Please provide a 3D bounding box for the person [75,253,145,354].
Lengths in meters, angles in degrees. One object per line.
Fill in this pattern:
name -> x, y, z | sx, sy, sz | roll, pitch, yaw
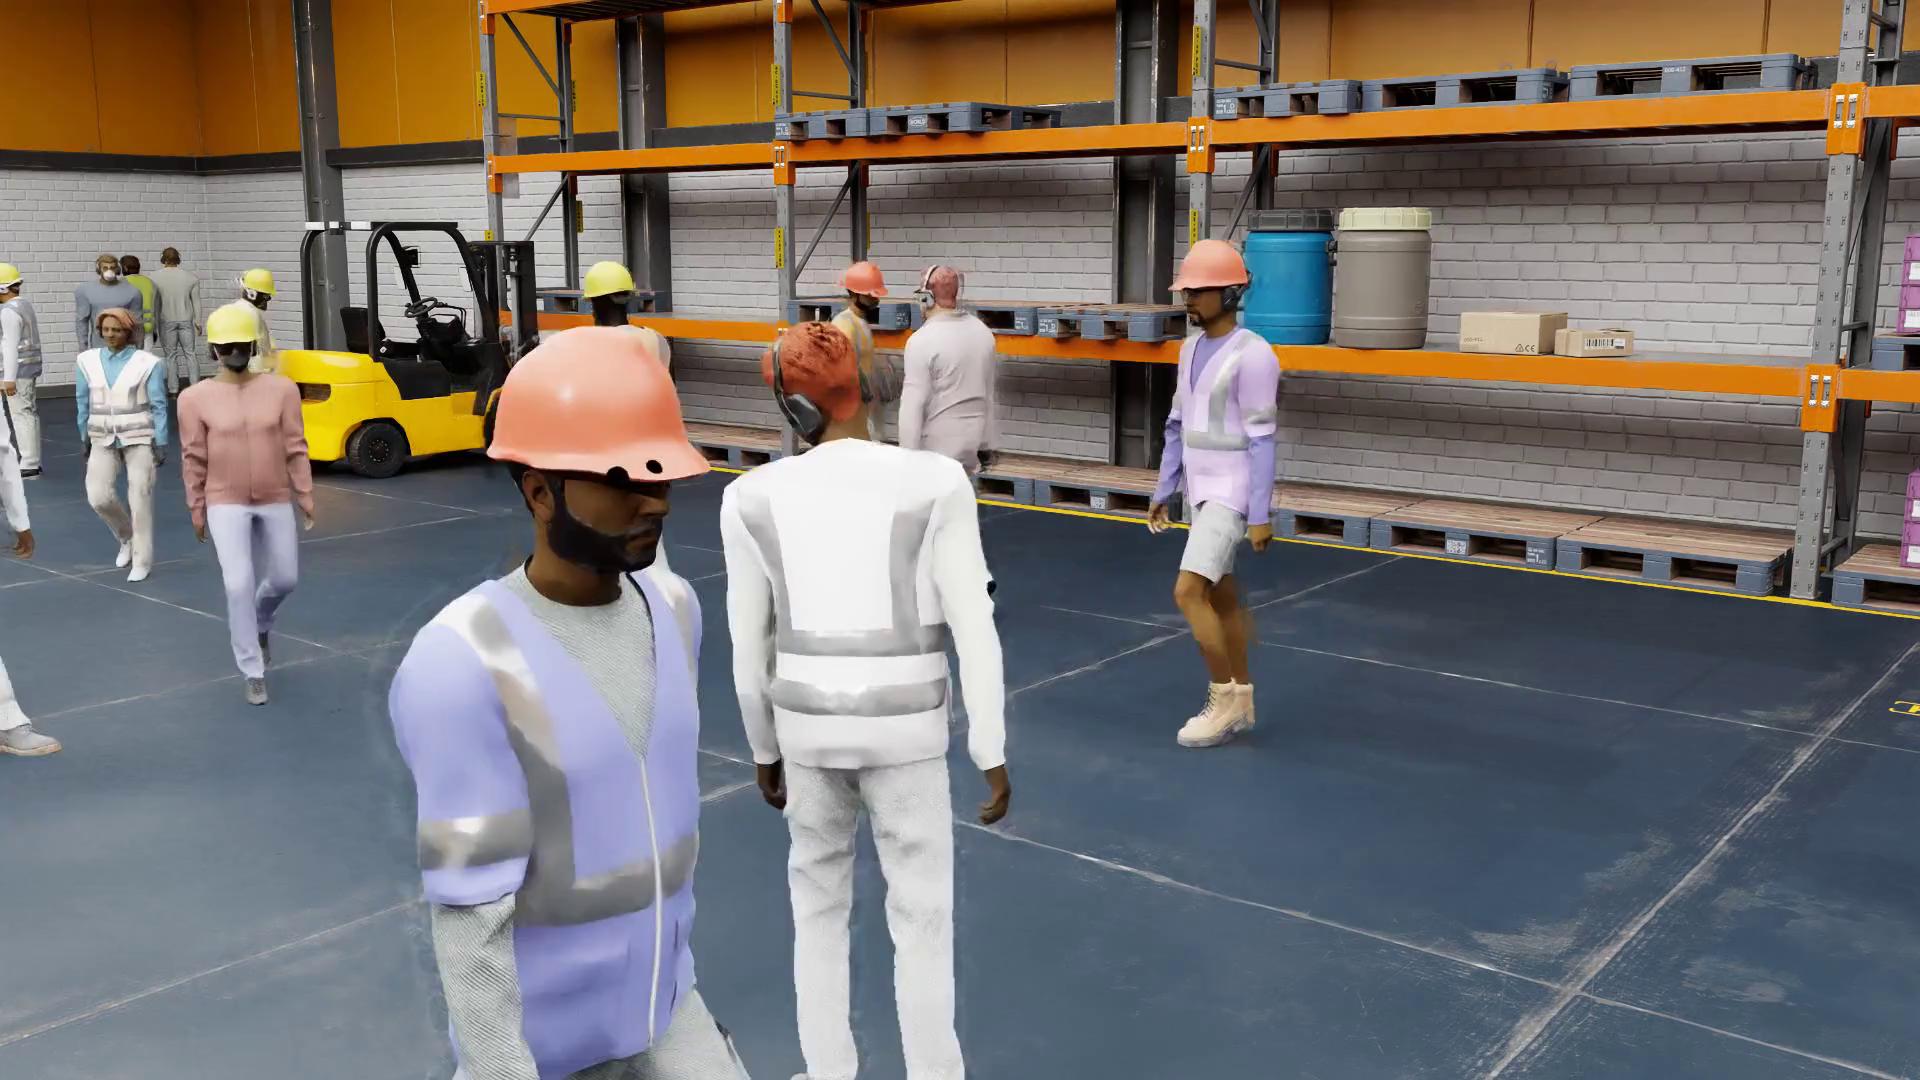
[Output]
person -> -8.763, -2.017, 17.210 | 0.632, 1.905, 0.955 | -4, 11, -22

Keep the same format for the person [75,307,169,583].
person -> -4.965, -0.567, 9.885 | 0.521, 1.626, 0.389 | -1, 10, -5

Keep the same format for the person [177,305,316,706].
person -> -3.196, -0.181, 7.444 | 0.526, 1.746, 0.667 | -7, 13, -35

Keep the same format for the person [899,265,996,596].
person -> -0.099, -0.499, 8.797 | 0.423, 1.891, 0.680 | 8, 13, 38

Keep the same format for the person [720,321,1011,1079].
person -> -0.151, 0.460, 3.639 | 0.750, 1.855, 0.372 | 2, 11, 13

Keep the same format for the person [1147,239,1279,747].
person -> 0.993, -0.178, 6.684 | 0.595, 2.023, 0.619 | -3, 11, -15

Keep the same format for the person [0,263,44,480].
person -> -7.995, -1.417, 14.081 | 0.403, 1.827, 0.590 | -4, 11, -20

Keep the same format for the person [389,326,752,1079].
person -> -0.425, 0.673, 2.283 | 0.870, 1.903, 0.561 | 6, 12, 32

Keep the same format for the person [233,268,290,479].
person -> -5.989, -1.372, 13.928 | 0.607, 1.788, 0.640 | -5, 12, -28

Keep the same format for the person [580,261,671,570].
person -> -1.668, -0.387, 8.115 | 0.401, 1.921, 0.646 | 6, 12, 31

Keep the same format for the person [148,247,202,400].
person -> -9.980, -2.756, 21.182 | 0.635, 1.937, 0.352 | -8, 13, -38

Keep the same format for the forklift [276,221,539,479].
forklift -> -4.922, -1.741, 14.854 | 1.214, 2.155, 2.313 | 8, 13, 38

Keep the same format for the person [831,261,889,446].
person -> -0.693, -0.827, 10.627 | 0.886, 1.880, 0.562 | 3, 11, 15

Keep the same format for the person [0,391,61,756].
person -> -4.068, -0.071, 6.653 | 1.001, 1.847, 0.593 | 4, 11, 20

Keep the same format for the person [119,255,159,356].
person -> -10.129, -2.570, 20.427 | 0.429, 1.841, 0.634 | 4, 11, 23
